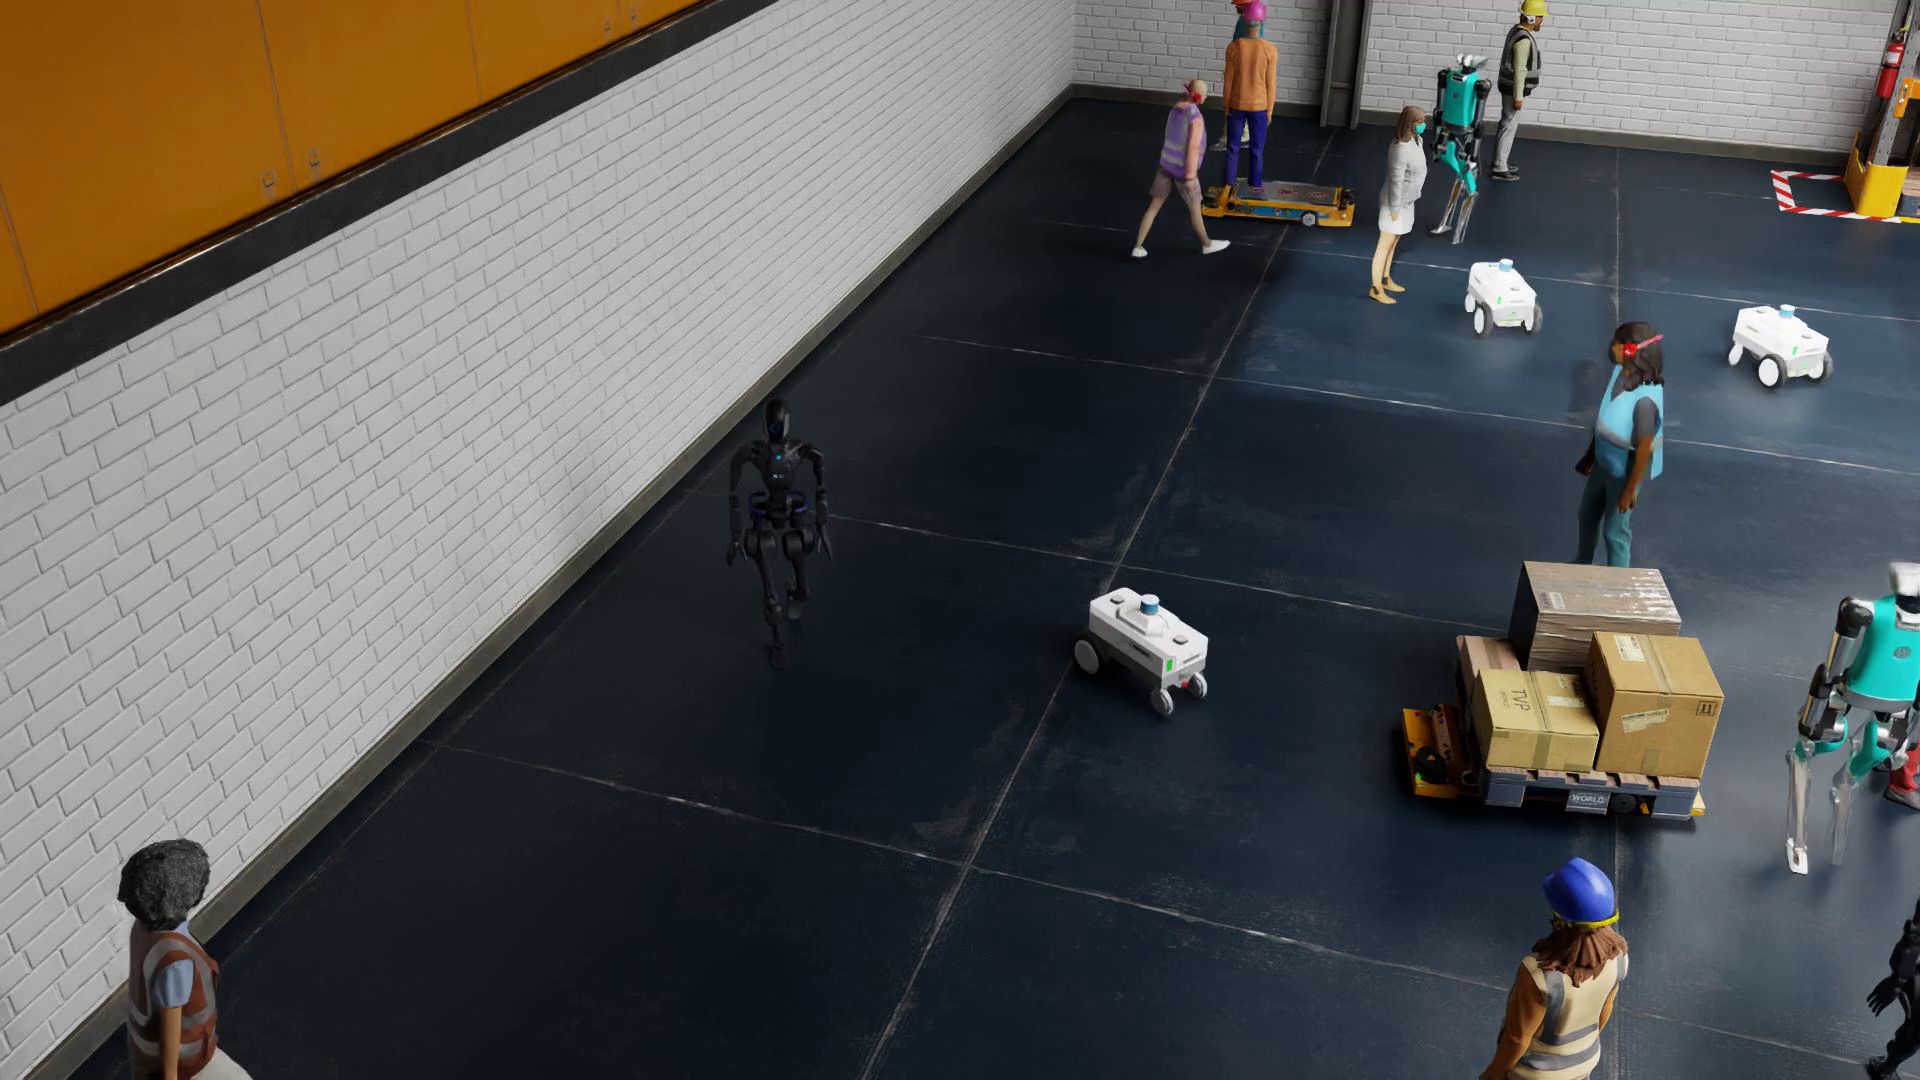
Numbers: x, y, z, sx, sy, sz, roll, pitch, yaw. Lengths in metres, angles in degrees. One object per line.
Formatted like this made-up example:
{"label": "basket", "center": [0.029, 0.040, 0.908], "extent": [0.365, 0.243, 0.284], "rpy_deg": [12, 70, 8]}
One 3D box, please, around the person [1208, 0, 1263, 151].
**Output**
{"label": "person", "center": [2.940, -5.017, 17.705], "extent": [0.471, 1.730, 0.600], "rpy_deg": [-2, 30, -3]}

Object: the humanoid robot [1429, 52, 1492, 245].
{"label": "humanoid robot", "center": [4.673, -3.626, 15.320], "extent": [0.673, 1.780, 0.544], "rpy_deg": [-22, 37, -33]}

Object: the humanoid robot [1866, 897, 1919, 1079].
{"label": "humanoid robot", "center": [3.866, 1.707, 6.359], "extent": [0.613, 1.628, 0.723], "rpy_deg": [5, 31, 8]}

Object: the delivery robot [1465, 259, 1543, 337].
{"label": "delivery robot", "center": [4.487, -2.014, 13.781], "extent": [0.499, 0.606, 0.796], "rpy_deg": [-2, 31, -3]}

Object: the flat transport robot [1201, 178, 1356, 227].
{"label": "flat transport robot", "center": [3.113, -3.293, 16.228], "extent": [1.431, 0.231, 0.659], "rpy_deg": [7, 31, 13]}

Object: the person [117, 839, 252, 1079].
{"label": "person", "center": [-2.904, 1.840, 6.161], "extent": [0.940, 1.615, 0.434], "rpy_deg": [-25, 39, -36]}

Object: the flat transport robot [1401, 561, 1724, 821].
{"label": "flat transport robot", "center": [3.084, 1.124, 8.713], "extent": [1.431, 0.231, 0.659], "rpy_deg": [4, 31, 6]}

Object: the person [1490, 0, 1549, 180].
{"label": "person", "center": [5.665, -4.594, 16.912], "extent": [0.403, 1.824, 0.593], "rpy_deg": [6, 31, 10]}

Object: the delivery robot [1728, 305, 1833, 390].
{"label": "delivery robot", "center": [6.375, -1.534, 12.935], "extent": [0.514, 0.576, 0.747], "rpy_deg": [-8, 31, -14]}

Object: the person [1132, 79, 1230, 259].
{"label": "person", "center": [1.988, -3.305, 14.899], "extent": [0.942, 1.624, 0.567], "rpy_deg": [-15, 33, -23]}

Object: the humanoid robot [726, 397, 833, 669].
{"label": "humanoid robot", "center": [-1.041, -0.106, 9.429], "extent": [0.609, 1.629, 0.596], "rpy_deg": [-5, 31, -9]}

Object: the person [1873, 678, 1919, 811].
{"label": "person", "center": [4.932, 0.535, 8.247], "extent": [0.323, 1.760, 0.523], "rpy_deg": [8, 31, 14]}

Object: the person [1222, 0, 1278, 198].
{"label": "person", "center": [2.780, -4.182, 16.053], "extent": [0.507, 1.983, 0.378], "rpy_deg": [8, 31, 13]}

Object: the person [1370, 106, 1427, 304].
{"label": "person", "center": [3.736, -2.849, 14.096], "extent": [0.343, 1.659, 0.488], "rpy_deg": [17, 34, 26]}

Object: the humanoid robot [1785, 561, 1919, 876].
{"label": "humanoid robot", "center": [4.183, 0.830, 7.818], "extent": [0.543, 1.854, 0.653], "rpy_deg": [7, 31, 11]}

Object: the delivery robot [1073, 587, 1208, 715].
{"label": "delivery robot", "center": [1.043, 0.577, 9.360], "extent": [0.499, 0.592, 0.791], "rpy_deg": [-21, 36, -32]}

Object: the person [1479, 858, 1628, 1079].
{"label": "person", "center": [2.100, 1.856, 5.978], "extent": [0.462, 1.779, 0.305], "rpy_deg": [-12, 32, -19]}

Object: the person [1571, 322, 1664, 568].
{"label": "person", "center": [3.858, -0.398, 9.742], "extent": [0.419, 1.860, 0.550], "rpy_deg": [-2, 30, -3]}
